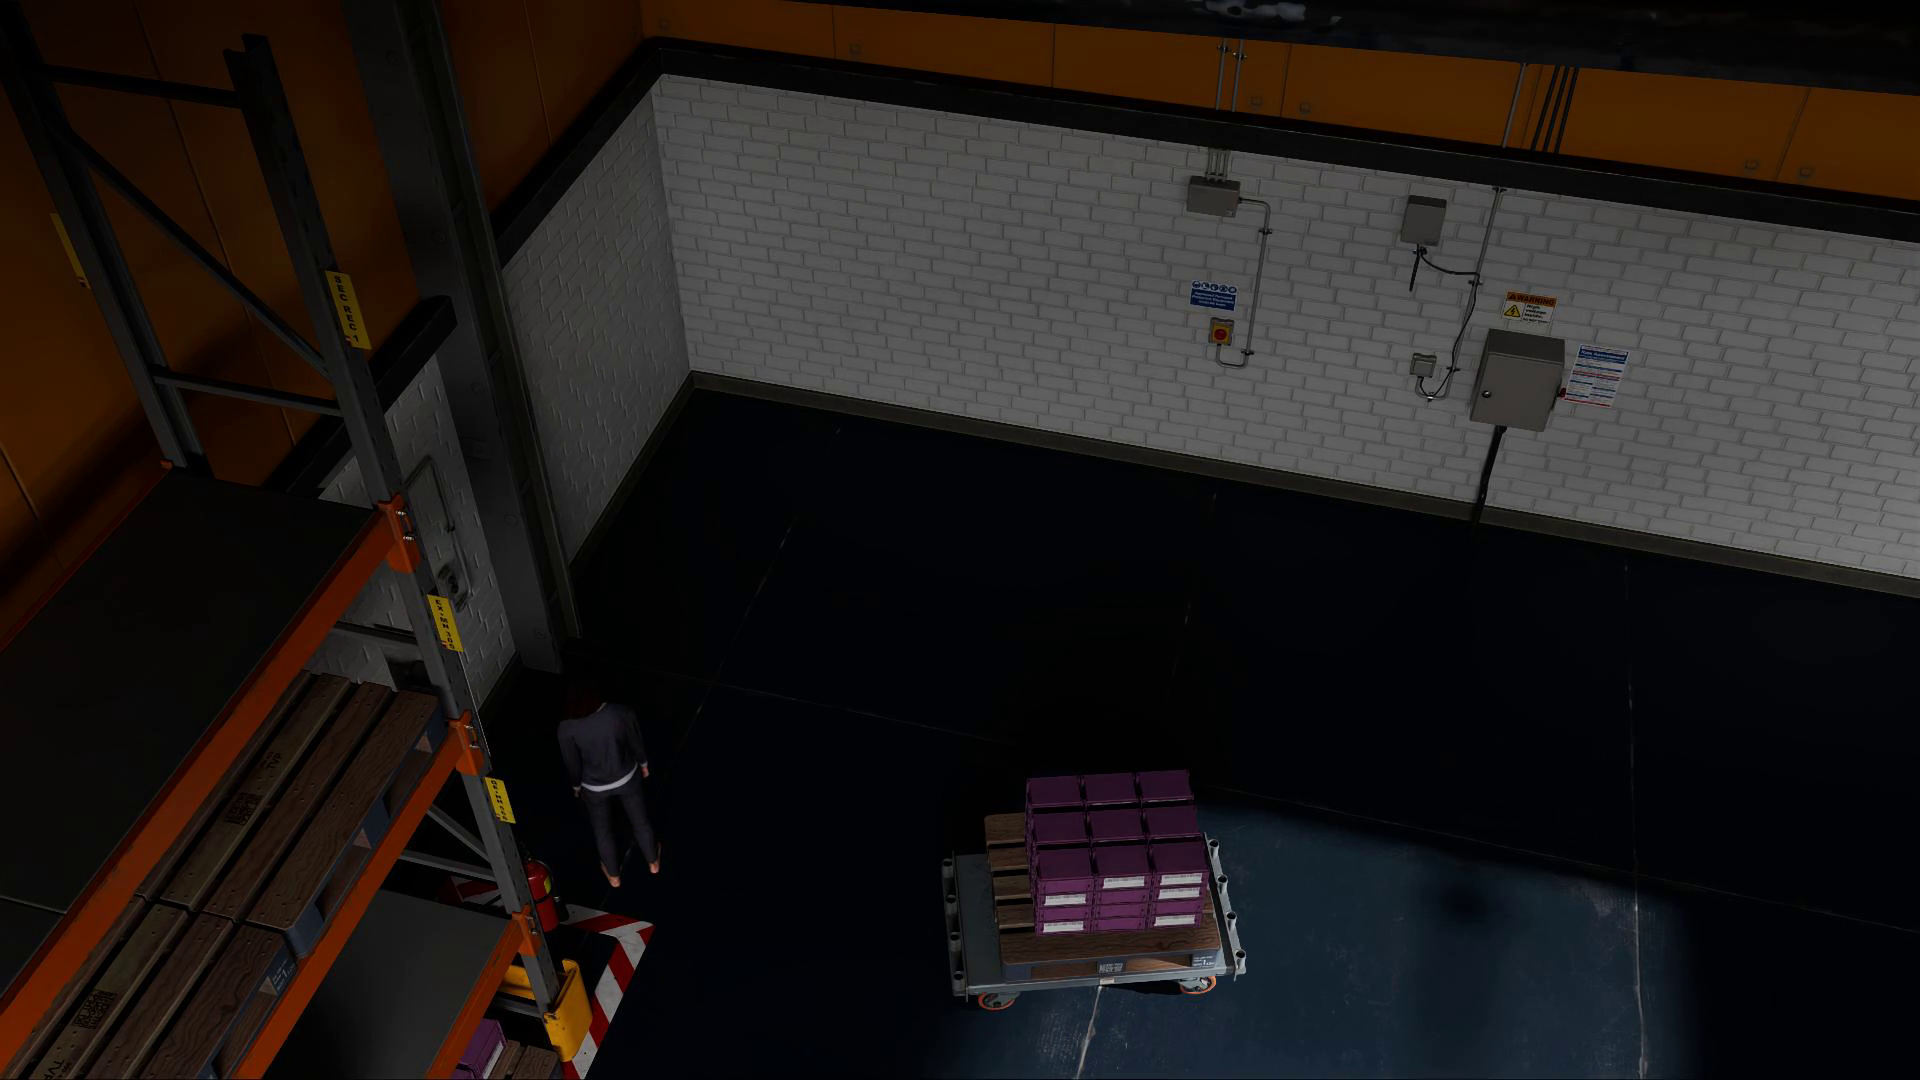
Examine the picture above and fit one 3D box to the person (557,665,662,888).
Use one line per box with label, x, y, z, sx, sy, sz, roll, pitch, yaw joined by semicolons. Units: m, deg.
person;-2.015;1.361;9.558;0.687;1.769;0.716;-16;46;-16
